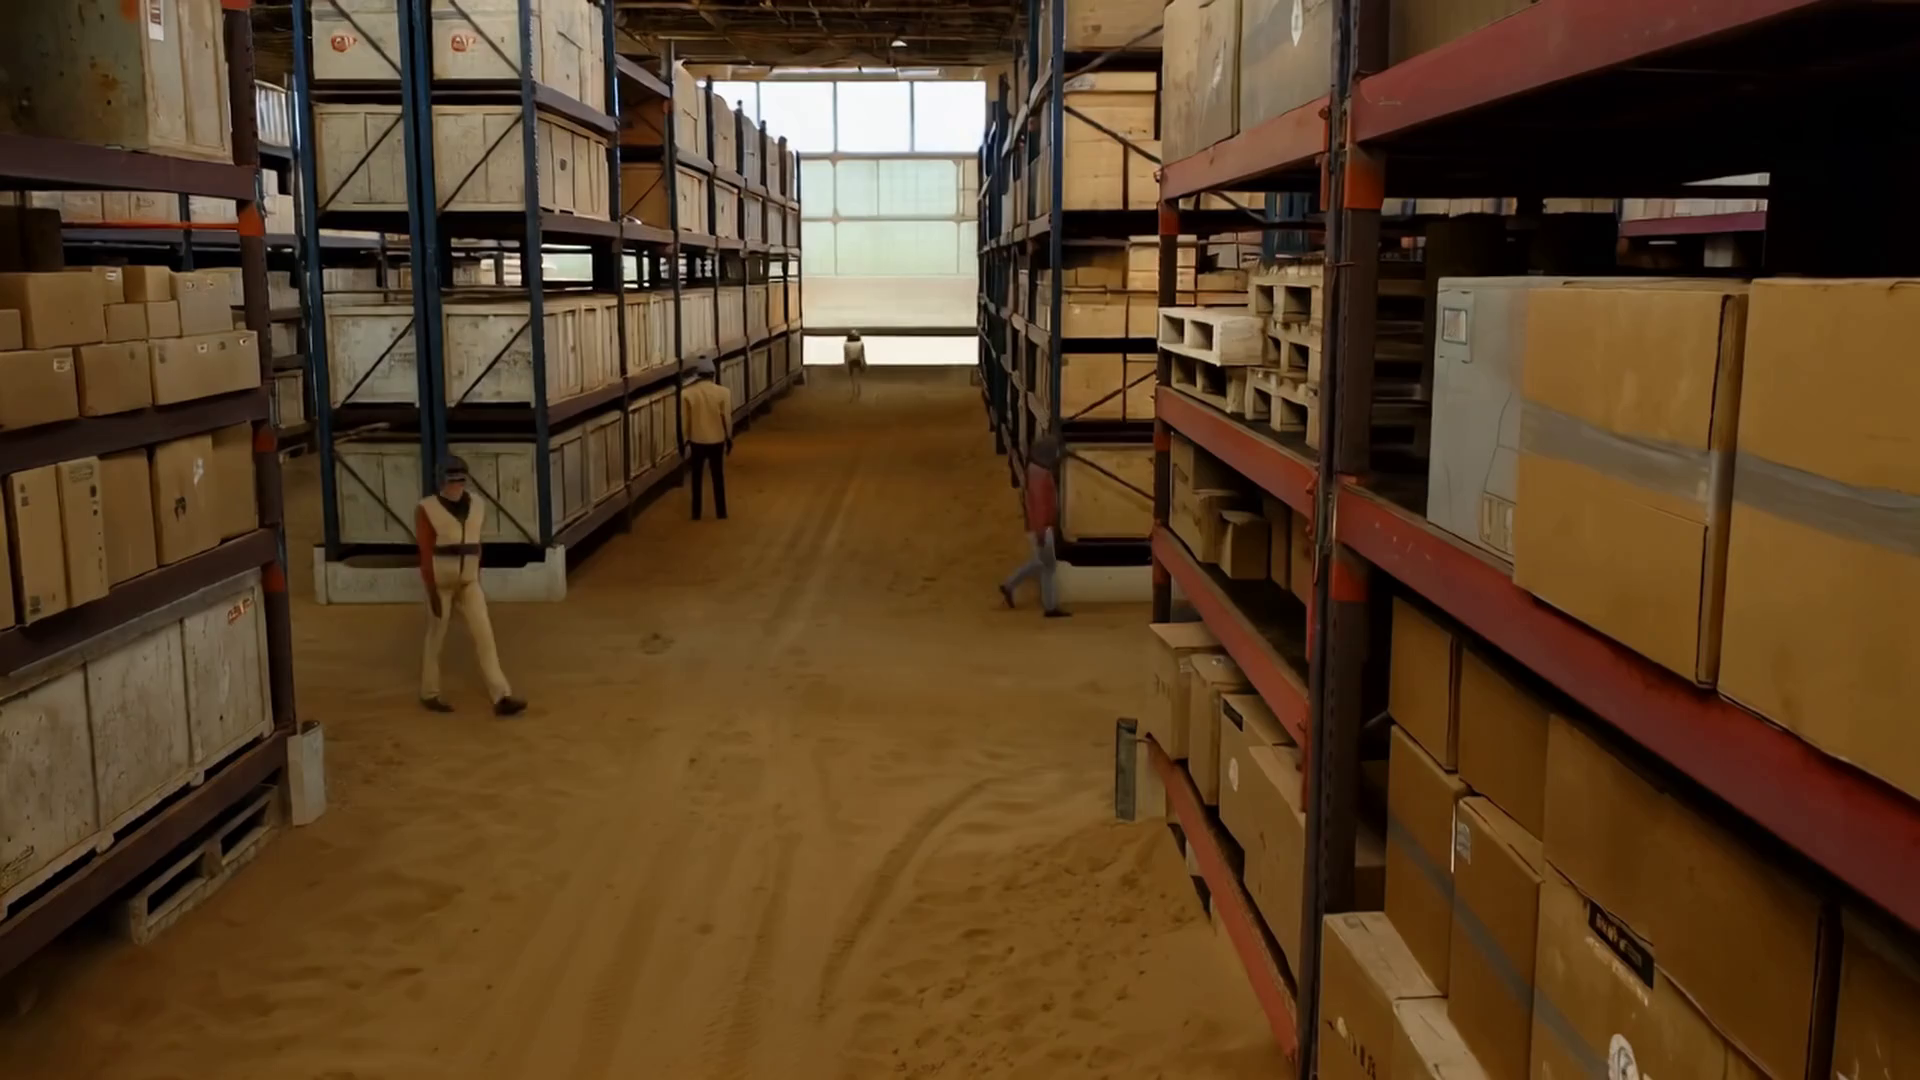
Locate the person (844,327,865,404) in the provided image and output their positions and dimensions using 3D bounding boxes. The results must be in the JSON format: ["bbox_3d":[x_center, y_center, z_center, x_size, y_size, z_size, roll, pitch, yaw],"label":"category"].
[{"bbox_3d":[-2.366,-3.907,37.342,0.489,1.731,0.382,-1,9,-6],"label":"person"}]

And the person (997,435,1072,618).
[{"bbox_3d":[0.658,-0.116,14.429,0.585,1.611,0.509,0,9,0],"label":"person"}]

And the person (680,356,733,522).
[{"bbox_3d":[-3.041,-1.207,19.965,0.622,1.994,0.381,-1,9,-9],"label":"person"}]

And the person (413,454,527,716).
[{"bbox_3d":[-3.371,0.324,11.192,0.960,1.790,0.582,7,12,38],"label":"person"}]
